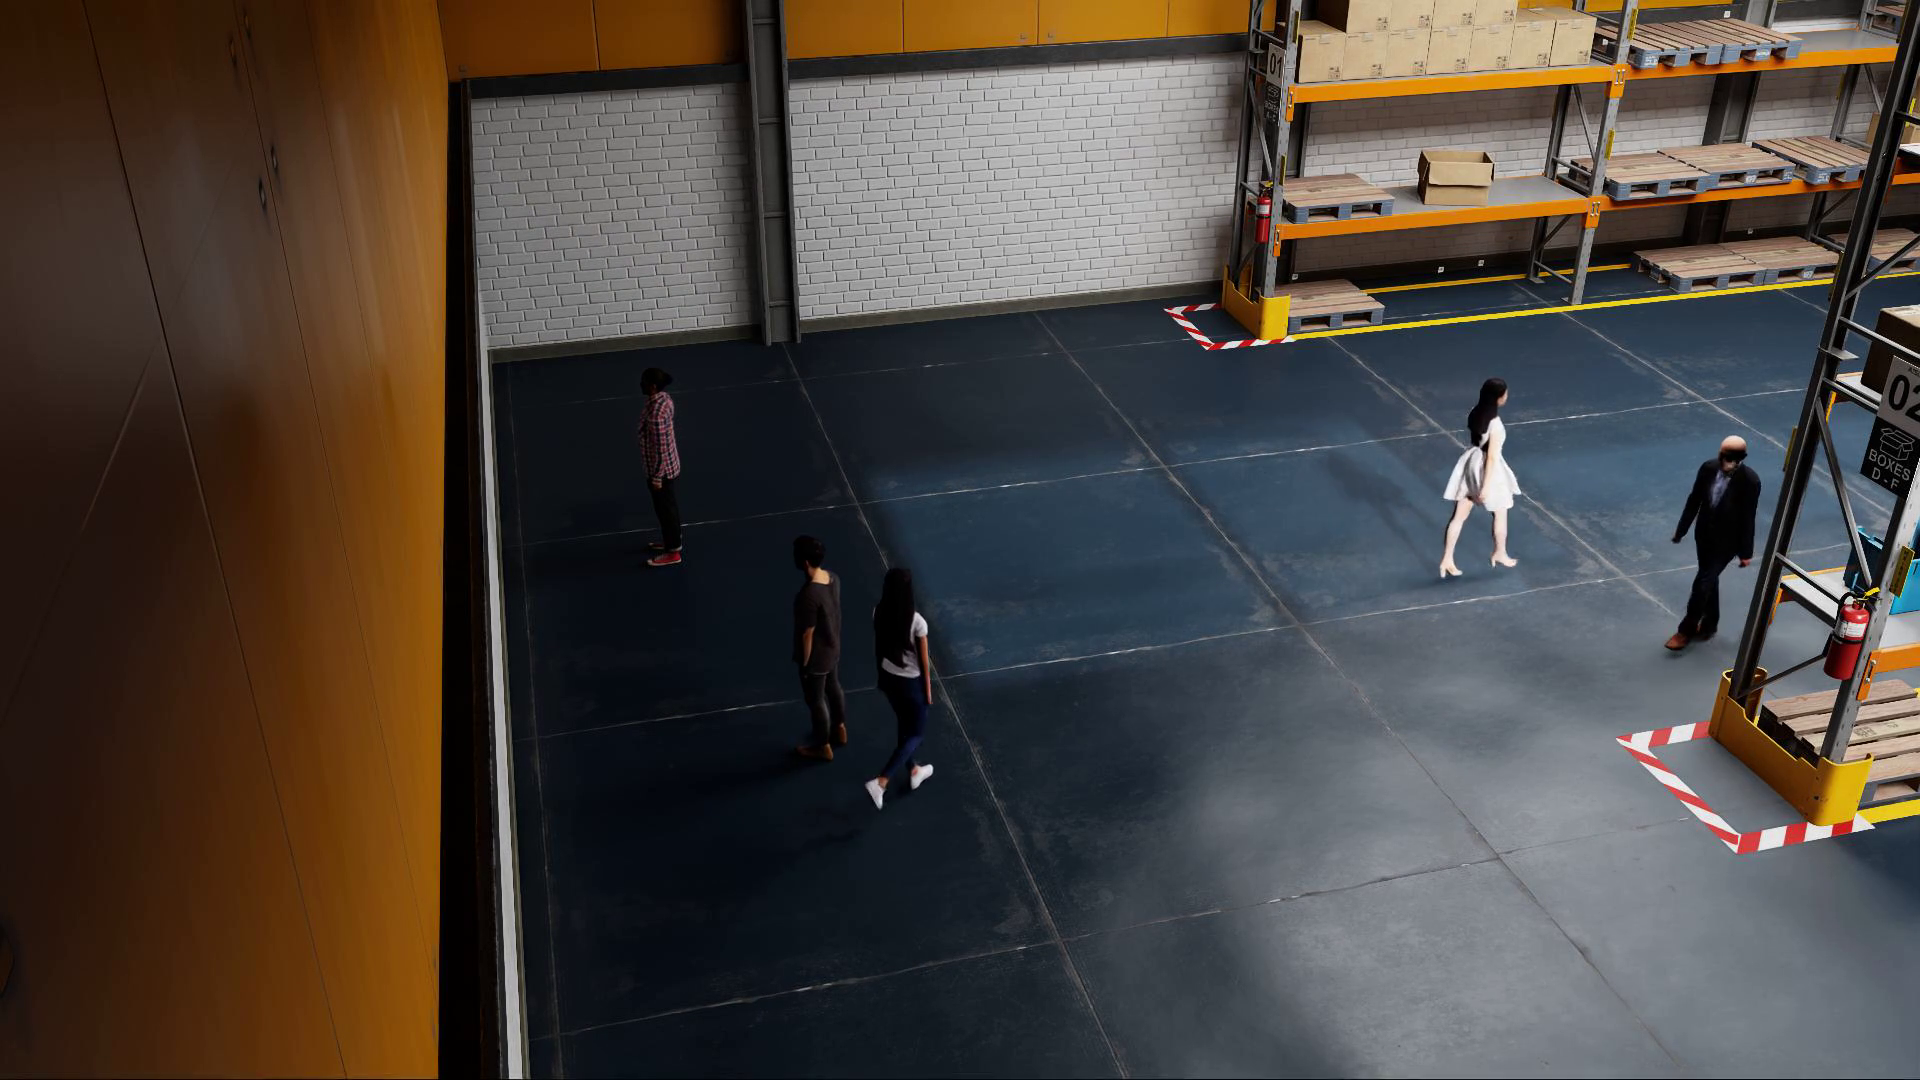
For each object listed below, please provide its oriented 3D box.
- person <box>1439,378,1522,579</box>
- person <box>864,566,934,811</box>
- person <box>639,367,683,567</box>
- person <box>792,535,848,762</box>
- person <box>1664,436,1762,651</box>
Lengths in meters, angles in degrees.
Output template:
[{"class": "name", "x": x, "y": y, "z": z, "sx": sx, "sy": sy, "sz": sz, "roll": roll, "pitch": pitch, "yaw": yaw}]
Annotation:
[{"class": "person", "x": 4.186, "y": -0.476, "z": 13.660, "sx": 0.937, "sy": 1.750, "sz": 0.641, "roll": -8, "pitch": 30, "yaw": -14}, {"class": "person", "x": -0.414, "y": 1.001, "z": 10.944, "sx": 0.950, "sy": 1.757, "sz": 1.058, "roll": 19, "pitch": 34, "yaw": 31}, {"class": "person", "x": -2.513, "y": -0.636, "z": 13.940, "sx": 0.639, "sy": 1.761, "sz": 0.720, "roll": -3, "pitch": 29, "yaw": -6}, {"class": "person", "x": -0.968, "y": 0.738, "z": 11.472, "sx": 0.717, "sy": 1.712, "sz": 0.685, "roll": 12, "pitch": 31, "yaw": 20}, {"class": "person", "x": 5.885, "y": -0.022, "z": 12.805, "sx": 0.952, "sy": 1.770, "sz": 0.859, "roll": -14, "pitch": 32, "yaw": -24}]
